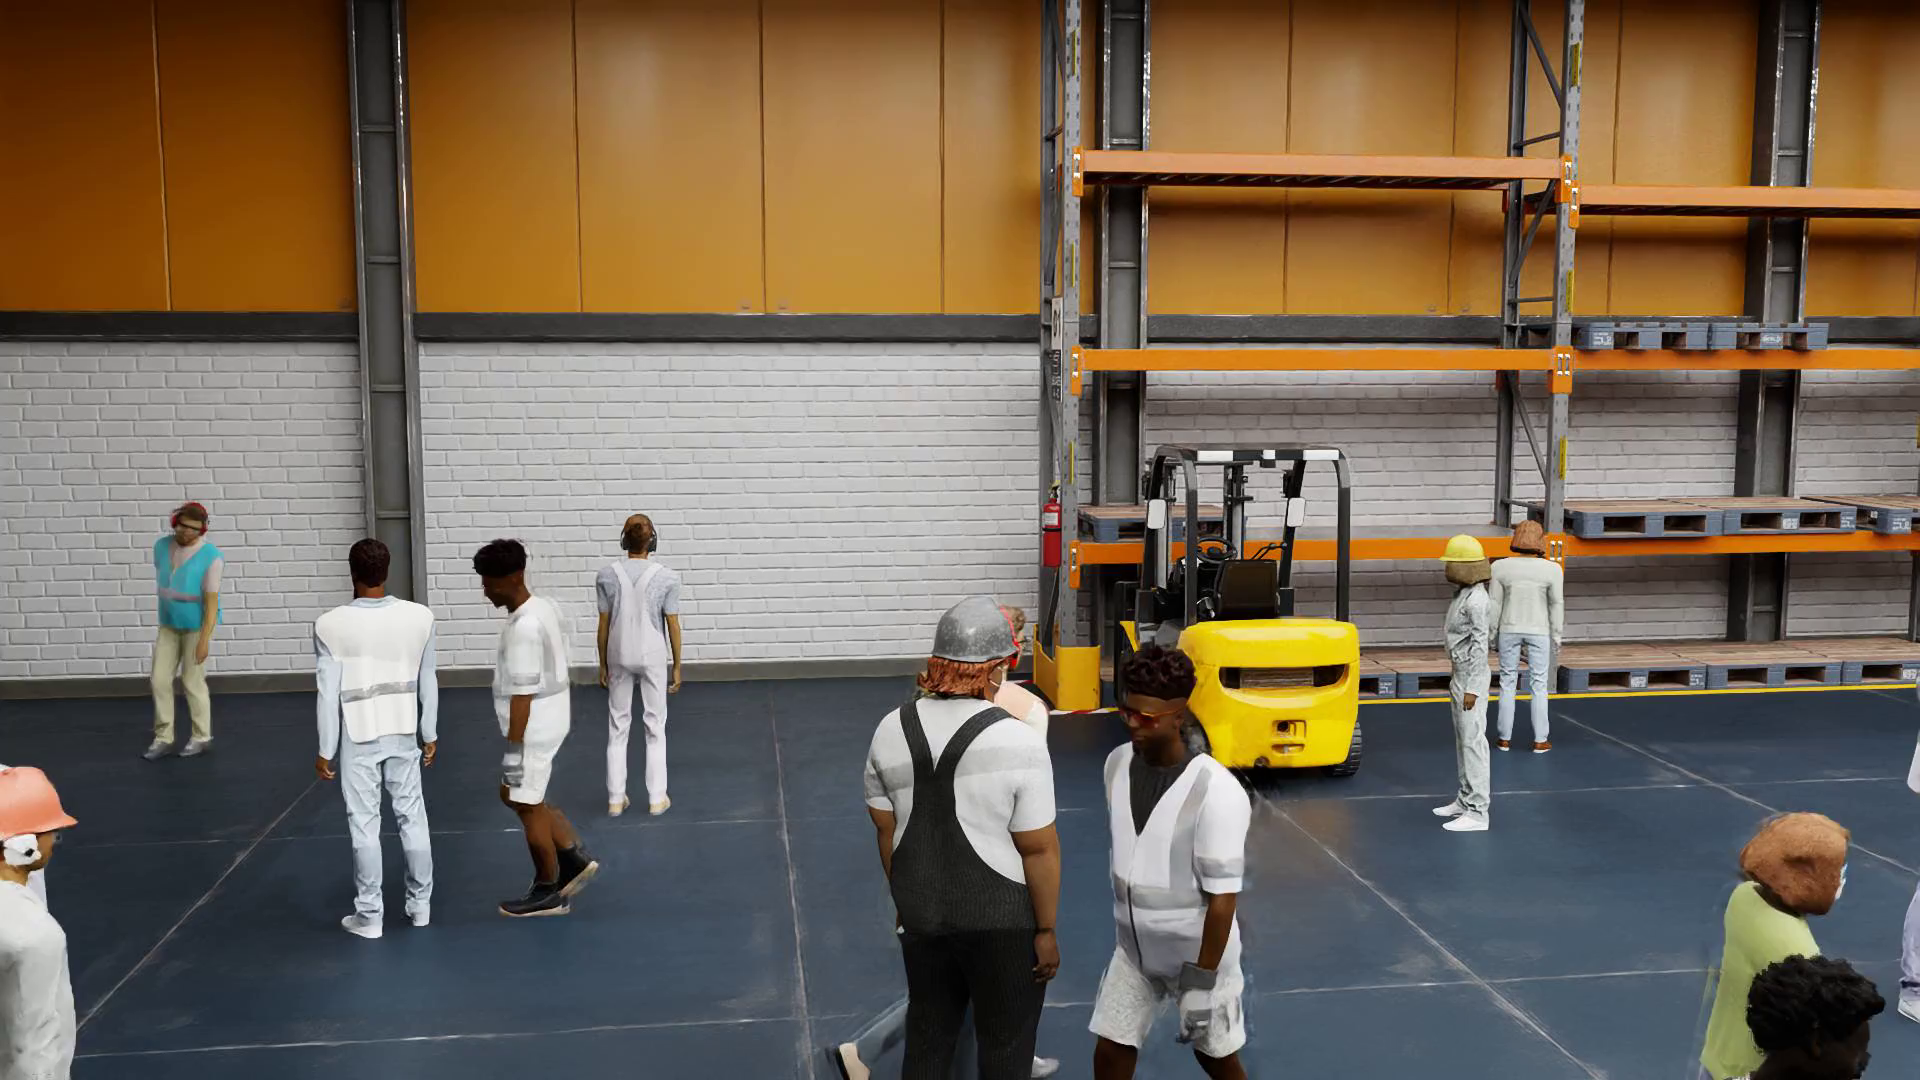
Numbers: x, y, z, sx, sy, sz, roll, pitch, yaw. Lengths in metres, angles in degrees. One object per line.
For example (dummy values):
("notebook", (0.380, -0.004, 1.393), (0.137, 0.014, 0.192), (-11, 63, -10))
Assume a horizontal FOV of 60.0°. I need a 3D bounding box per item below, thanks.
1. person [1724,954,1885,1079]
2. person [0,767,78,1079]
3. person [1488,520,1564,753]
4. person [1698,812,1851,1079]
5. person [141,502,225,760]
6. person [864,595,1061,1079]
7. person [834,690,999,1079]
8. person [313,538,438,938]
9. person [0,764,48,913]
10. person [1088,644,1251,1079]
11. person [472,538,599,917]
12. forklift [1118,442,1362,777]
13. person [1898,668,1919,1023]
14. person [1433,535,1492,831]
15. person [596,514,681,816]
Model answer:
("person", (1.475, 1.623, 3.244), (0.643, 1.669, 0.319), (-3, 7, -27))
("person", (-2.552, 1.461, 4.514), (0.568, 1.707, 0.895), (4, 8, 31))
("person", (3.965, 0.674, 11.682), (0.506, 1.632, 0.266), (3, 7, 23))
("person", (2.186, 1.501, 4.612), (0.811, 1.592, 0.566), (0, 7, 3))
("person", (-5.313, 0.627, 11.392), (0.664, 1.789, 0.558), (2, 7, 16))
("person", (0.062, 1.185, 5.447), (0.684, 2.000, 0.538), (4, 8, 33))
("person", (-0.095, 1.287, 5.832), (0.677, 1.741, 0.531), (1, 7, 8))
("person", (-2.817, 0.957, 8.045), (0.606, 1.916, 0.415), (-6, 9, -40))
("person", (-3.067, 1.339, 5.029), (0.640, 1.830, 0.429), (1, 7, 5))
("person", (0.625, 1.276, 5.208), (0.976, 1.919, 0.620), (-6, 9, -40))
("person", (-2.123, 0.933, 8.160), (0.488, 1.929, 0.676), (-1, 7, -9))
("forklift", (1.912, 0.418, 11.496), (1.214, 2.155, 2.313), (-1, 7, -8))
("person", (4.178, 1.081, 6.930), (0.593, 1.911, 0.383), (-3, 7, -27))
("person", (2.969, 0.835, 9.803), (0.318, 1.741, 0.492), (1, 7, 8))
("person", (-1.939, 0.760, 10.072), (0.508, 1.842, 0.353), (0, 7, -2))
